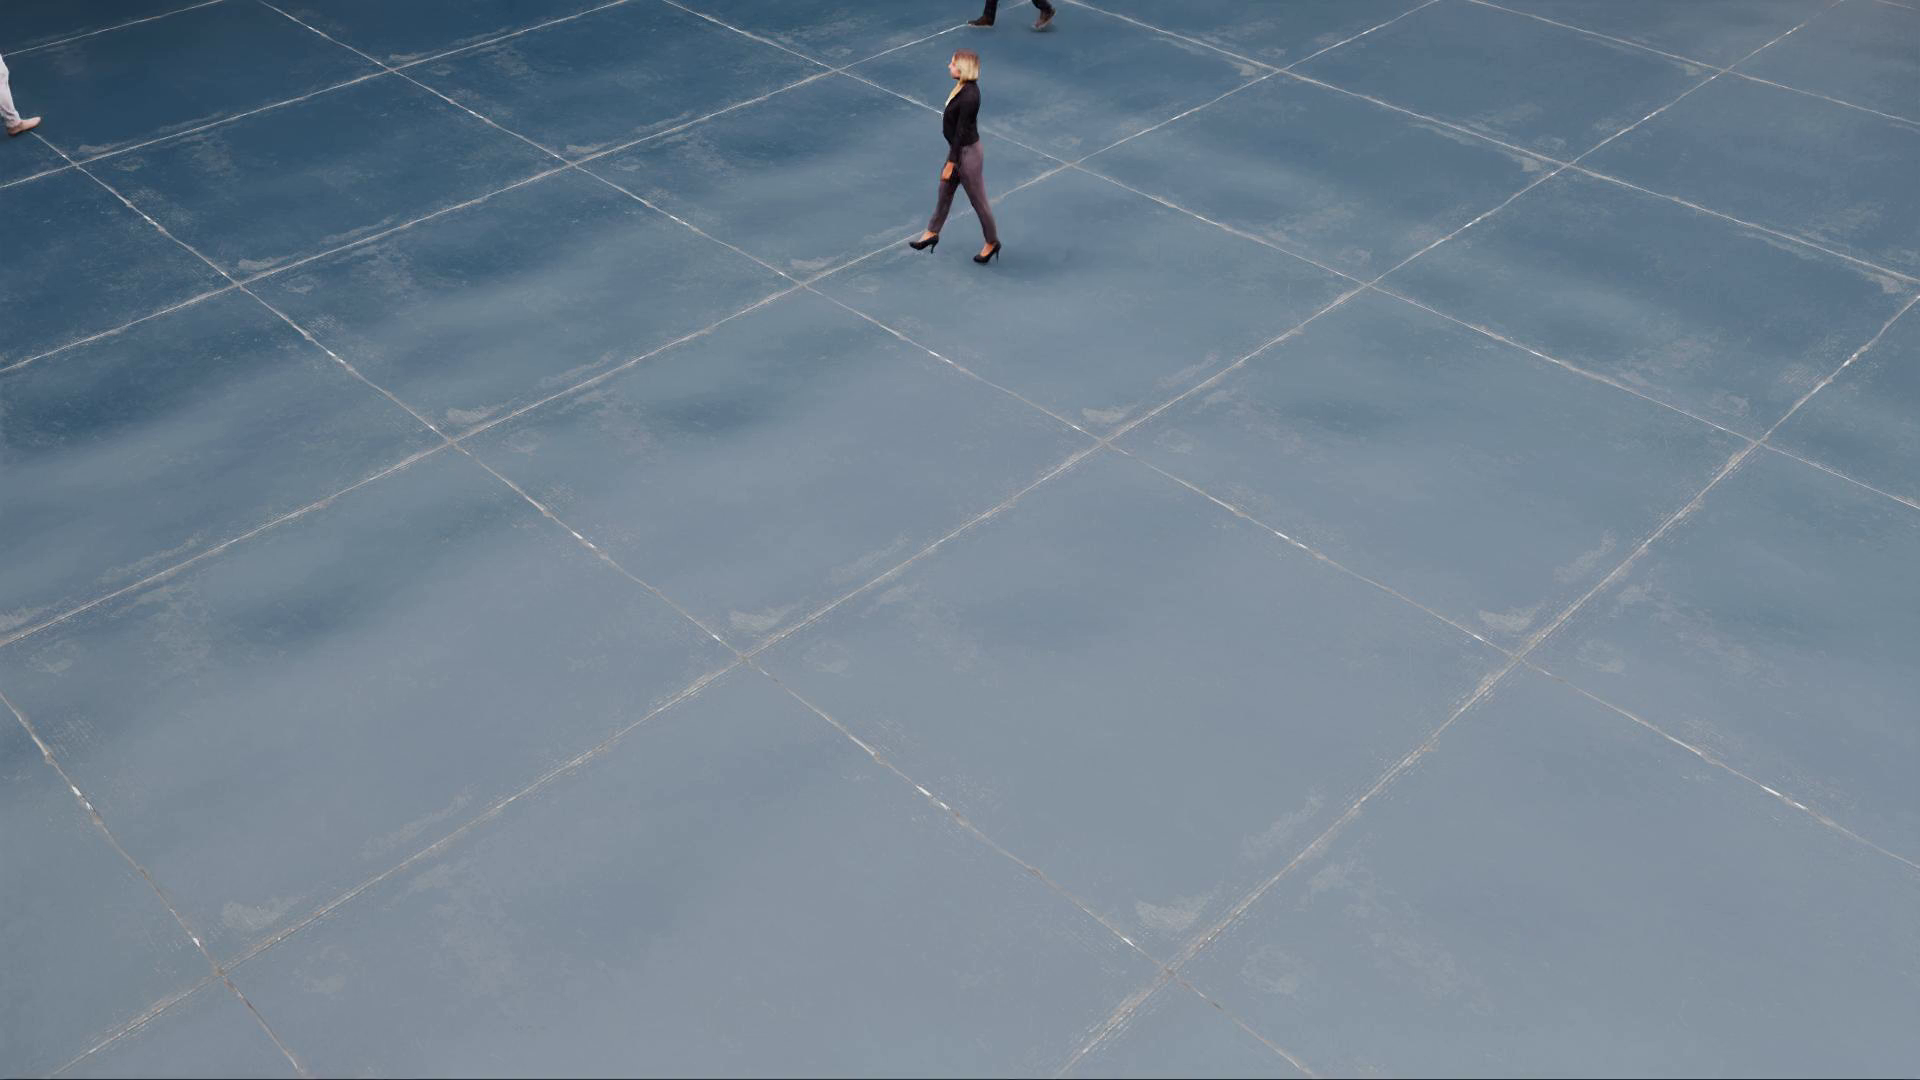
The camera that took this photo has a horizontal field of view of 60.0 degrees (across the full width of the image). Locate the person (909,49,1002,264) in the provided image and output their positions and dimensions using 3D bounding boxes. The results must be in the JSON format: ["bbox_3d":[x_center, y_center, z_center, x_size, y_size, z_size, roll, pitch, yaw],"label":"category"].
[{"bbox_3d":[0.142,-2.791,12.277,1.016,1.646,0.929,-3,37,-4],"label":"person"}]

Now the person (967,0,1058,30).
[{"bbox_3d":[0.563,-5.797,16.157,1.120,1.735,1.208,-25,44,-30],"label":"person"}]
